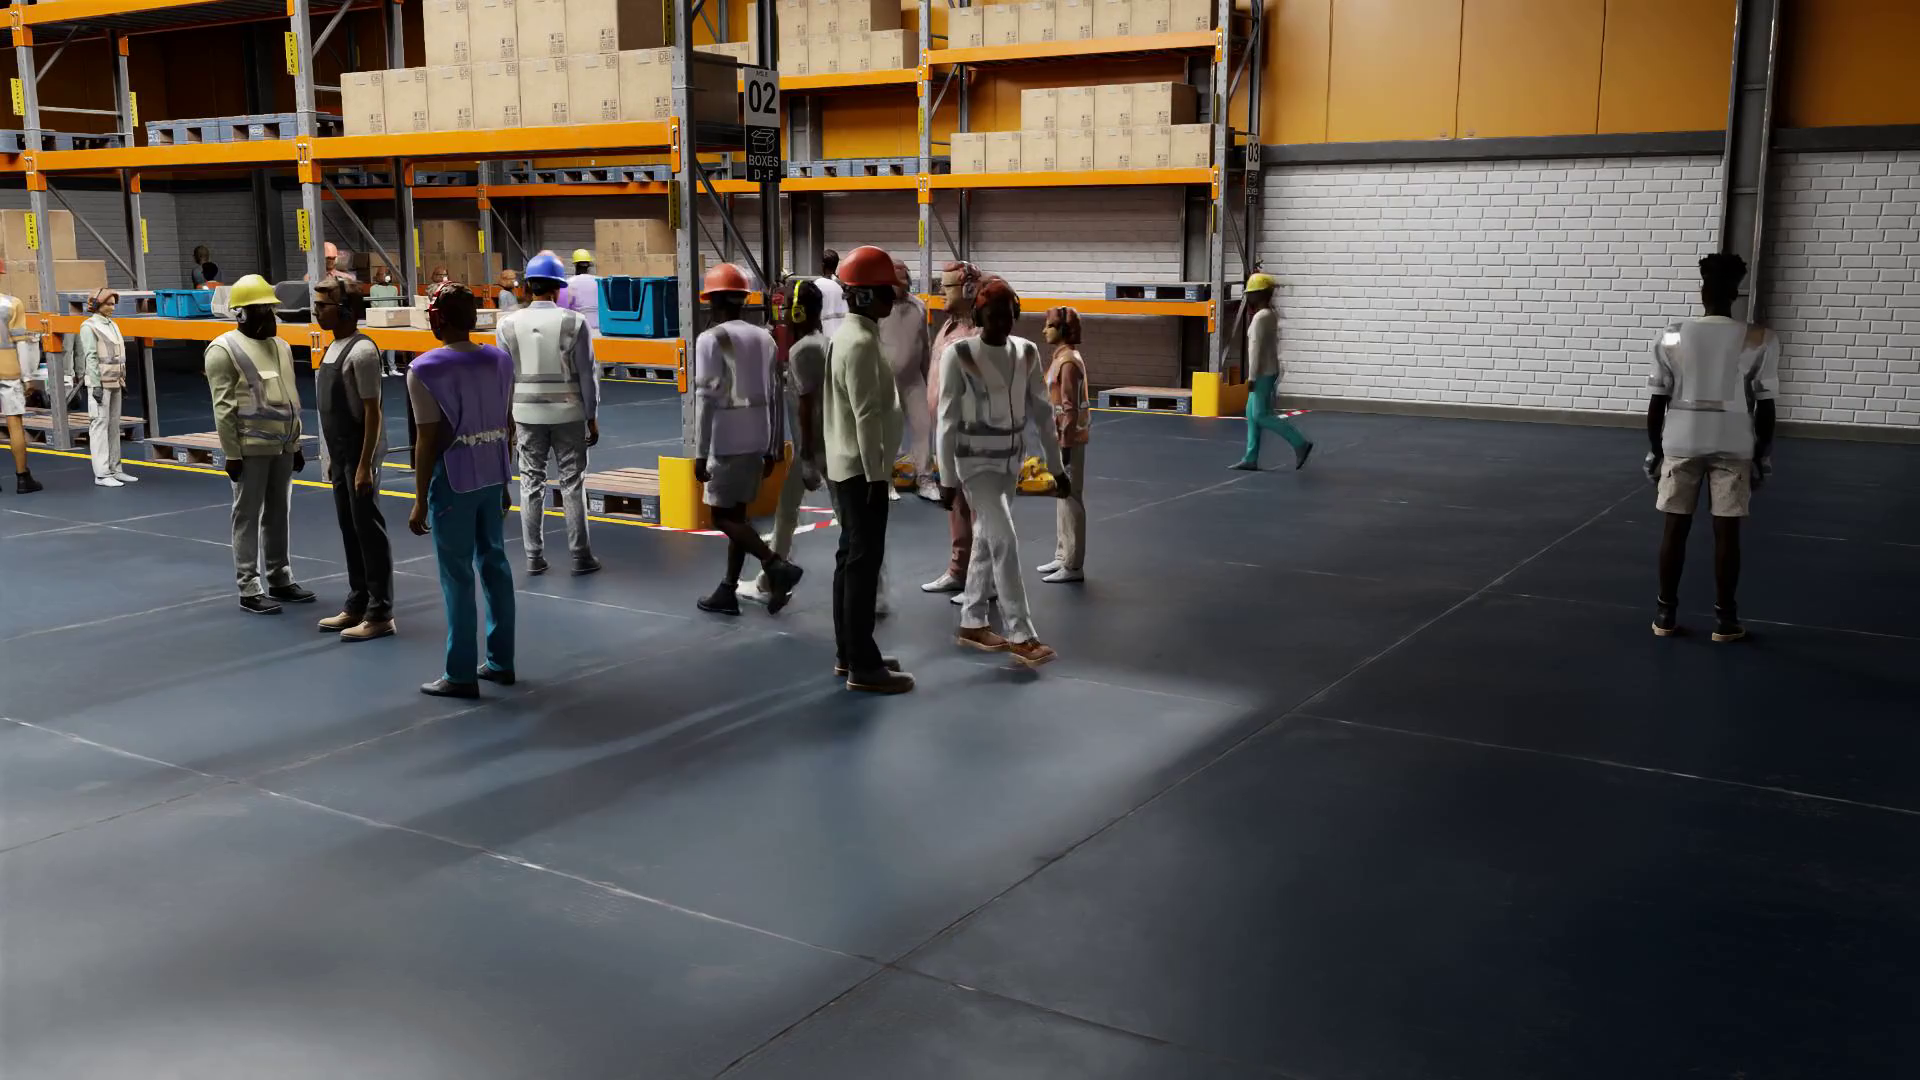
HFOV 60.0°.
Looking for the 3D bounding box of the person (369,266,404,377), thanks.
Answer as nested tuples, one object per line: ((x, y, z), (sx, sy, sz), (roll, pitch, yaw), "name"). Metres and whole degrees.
((-8.525, -3.242, 24.716), (0.281, 1.636, 0.500), (6, 12, 30), "person")

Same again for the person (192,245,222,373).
((-11.470, -3.507, 25.347), (0.356, 1.936, 0.638), (1, 10, 6), "person")

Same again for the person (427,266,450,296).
((-7.798, -3.290, 25.015), (0.277, 1.629, 0.496), (5, 11, 27), "person")

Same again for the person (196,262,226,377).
((-11.091, -3.273, 24.715), (0.318, 1.699, 0.536), (5, 11, 25), "person")

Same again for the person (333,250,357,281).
((-9.002, -3.241, 24.040), (0.467, 1.875, 0.686), (10, 14, 43), "person")

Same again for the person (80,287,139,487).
((-7.051, -1.263, 13.740), (0.310, 1.639, 0.514), (-1, 10, -4), "person")

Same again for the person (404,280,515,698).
((-2.192, -0.219, 7.383), (0.390, 1.846, 0.565), (6, 12, 28), "person")

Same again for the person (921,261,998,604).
((0.016, -0.599, 9.324), (0.399, 1.909, 0.642), (-5, 11, -24), "person")

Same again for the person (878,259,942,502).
((-0.442, -1.198, 12.738), (0.656, 1.870, 0.834), (-6, 12, -29), "person")

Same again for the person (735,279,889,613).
((-0.799, -0.501, 9.044), (0.998, 1.816, 0.541), (6, 12, 28), "person")

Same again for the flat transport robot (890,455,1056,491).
((0.080, -0.567, 13.675), (1.431, 0.197, 0.652), (2, 10, 12), "flat transport robot")

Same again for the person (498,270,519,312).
((-5.955, -2.752, 22.006), (0.280, 1.632, 0.501), (0, 10, 1), "person")

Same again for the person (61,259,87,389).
((-11.971, -2.931, 22.459), (0.403, 1.827, 0.600), (3, 11, 16), "person")

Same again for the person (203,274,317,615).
((-3.809, -0.523, 9.096), (0.404, 1.837, 0.588), (3, 11, 15), "person")

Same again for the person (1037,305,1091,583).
((0.619, -0.568, 9.882), (0.313, 1.642, 0.513), (0, 10, 0), "person")

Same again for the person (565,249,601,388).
((-4.725, -2.675, 20.829), (0.603, 1.910, 0.642), (-7, 12, -33), "person")

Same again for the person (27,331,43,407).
((-11.196, -2.368, 19.915), (0.362, 1.626, 0.516), (6, 12, 30), "person")

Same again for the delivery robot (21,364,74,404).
((-10.870, -1.854, 19.764), (0.707, 0.478, 0.477), (7, 12, 33), "delivery robot")

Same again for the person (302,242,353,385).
((-7.546, -2.562, 19.948), (0.612, 1.997, 0.376), (-7, 12, -34), "person")

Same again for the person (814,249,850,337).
((-1.393, -2.203, 18.179), (0.587, 1.918, 0.391), (-8, 13, -37), "person")

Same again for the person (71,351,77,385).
((-12.521, -3.121, 23.359), (0.340, 1.882, 0.585), (-4, 11, -21), "person")

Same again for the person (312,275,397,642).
((-3.093, -0.411, 8.451), (0.344, 1.846, 0.507), (-8, 13, -39), "person")

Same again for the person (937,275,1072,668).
((0.248, -0.319, 7.909), (0.618, 1.842, 0.888), (-10, 14, -43), "person")

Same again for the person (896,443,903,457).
((-0.737, -1.700, 15.527), (0.537, 1.869, 0.314), (-3, 11, -16), "person")

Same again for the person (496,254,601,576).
((-2.468, -0.743, 10.033), (0.602, 1.938, 0.402), (0, 10, 3), "person")

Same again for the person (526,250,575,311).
((-4.123, -1.939, 16.704), (0.474, 1.917, 0.580), (10, 14, 43), "person")

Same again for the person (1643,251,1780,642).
((3.789, -0.466, 8.416), (0.613, 1.965, 0.361), (6, 12, 29), "person")

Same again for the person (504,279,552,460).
((-4.004, -1.553, 15.128), (0.712, 1.718, 0.381), (-8, 13, -38), "person")

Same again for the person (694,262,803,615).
((-1.128, -0.514, 8.848), (0.712, 1.906, 0.568), (8, 13, 39), "person")

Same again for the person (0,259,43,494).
((-7.685, -1.324, 13.255), (0.548, 1.937, 0.379), (-2, 10, -11), "person")

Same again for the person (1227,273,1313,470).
((2.707, -1.437, 14.437), (0.685, 1.743, 0.517), (4, 11, 21), "person")

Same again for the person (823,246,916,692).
((-0.422, -0.318, 7.518), (0.380, 1.995, 0.611), (-2, 10, -13), "person")
